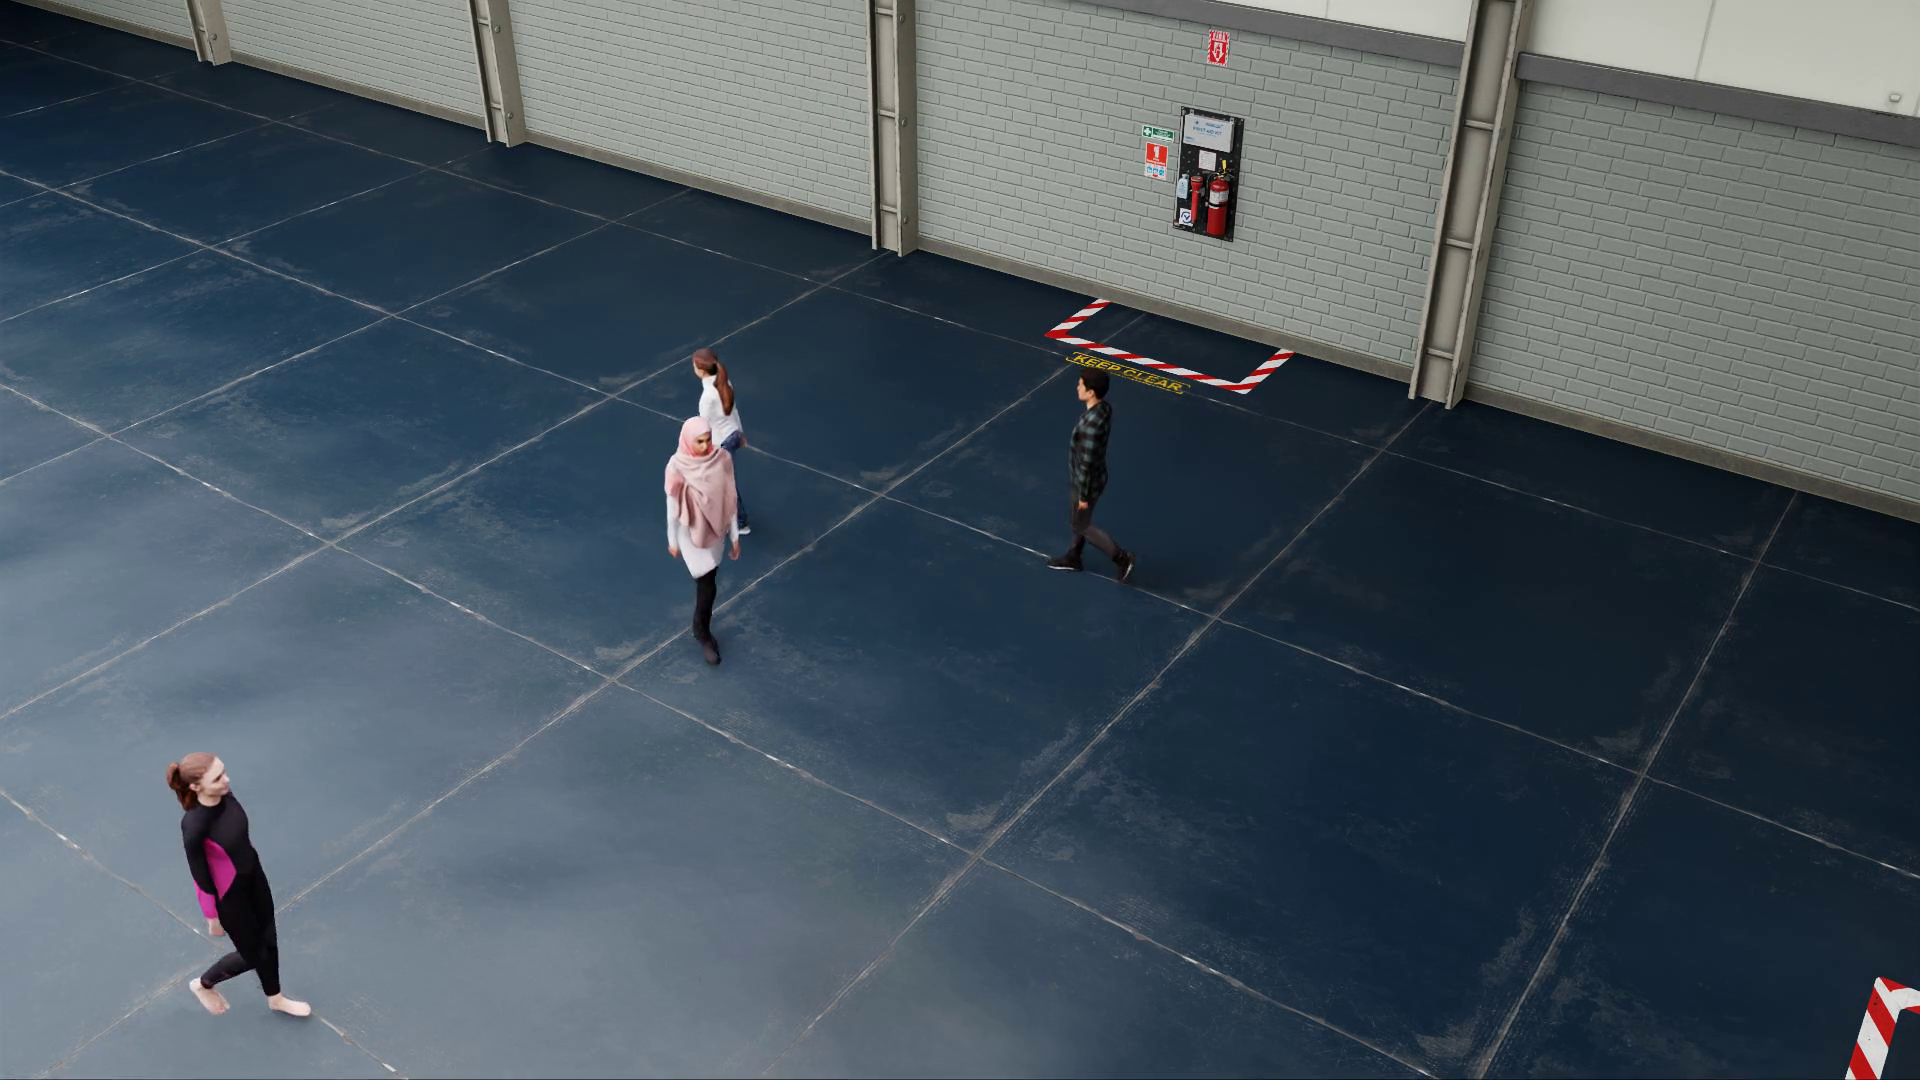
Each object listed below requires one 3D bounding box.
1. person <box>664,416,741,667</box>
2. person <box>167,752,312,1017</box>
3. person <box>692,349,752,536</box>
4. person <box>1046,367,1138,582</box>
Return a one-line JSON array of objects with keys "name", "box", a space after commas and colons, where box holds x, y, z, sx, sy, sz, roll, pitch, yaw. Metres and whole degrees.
[{"name": "person", "box": [-1.767, -0.060, 11.175, 0.720, 1.788, 0.776, -23, 39, -31]}, {"name": "person", "box": [-3.705, 1.757, 8.339, 0.889, 1.742, 0.773, 2, 32, 4]}, {"name": "person", "box": [-1.707, -0.698, 12.422, 0.656, 1.537, 0.605, 10, 34, 16]}, {"name": "person", "box": [0.977, -0.439, 11.926, 1.021, 1.697, 0.864, 9, 33, 14]}]
